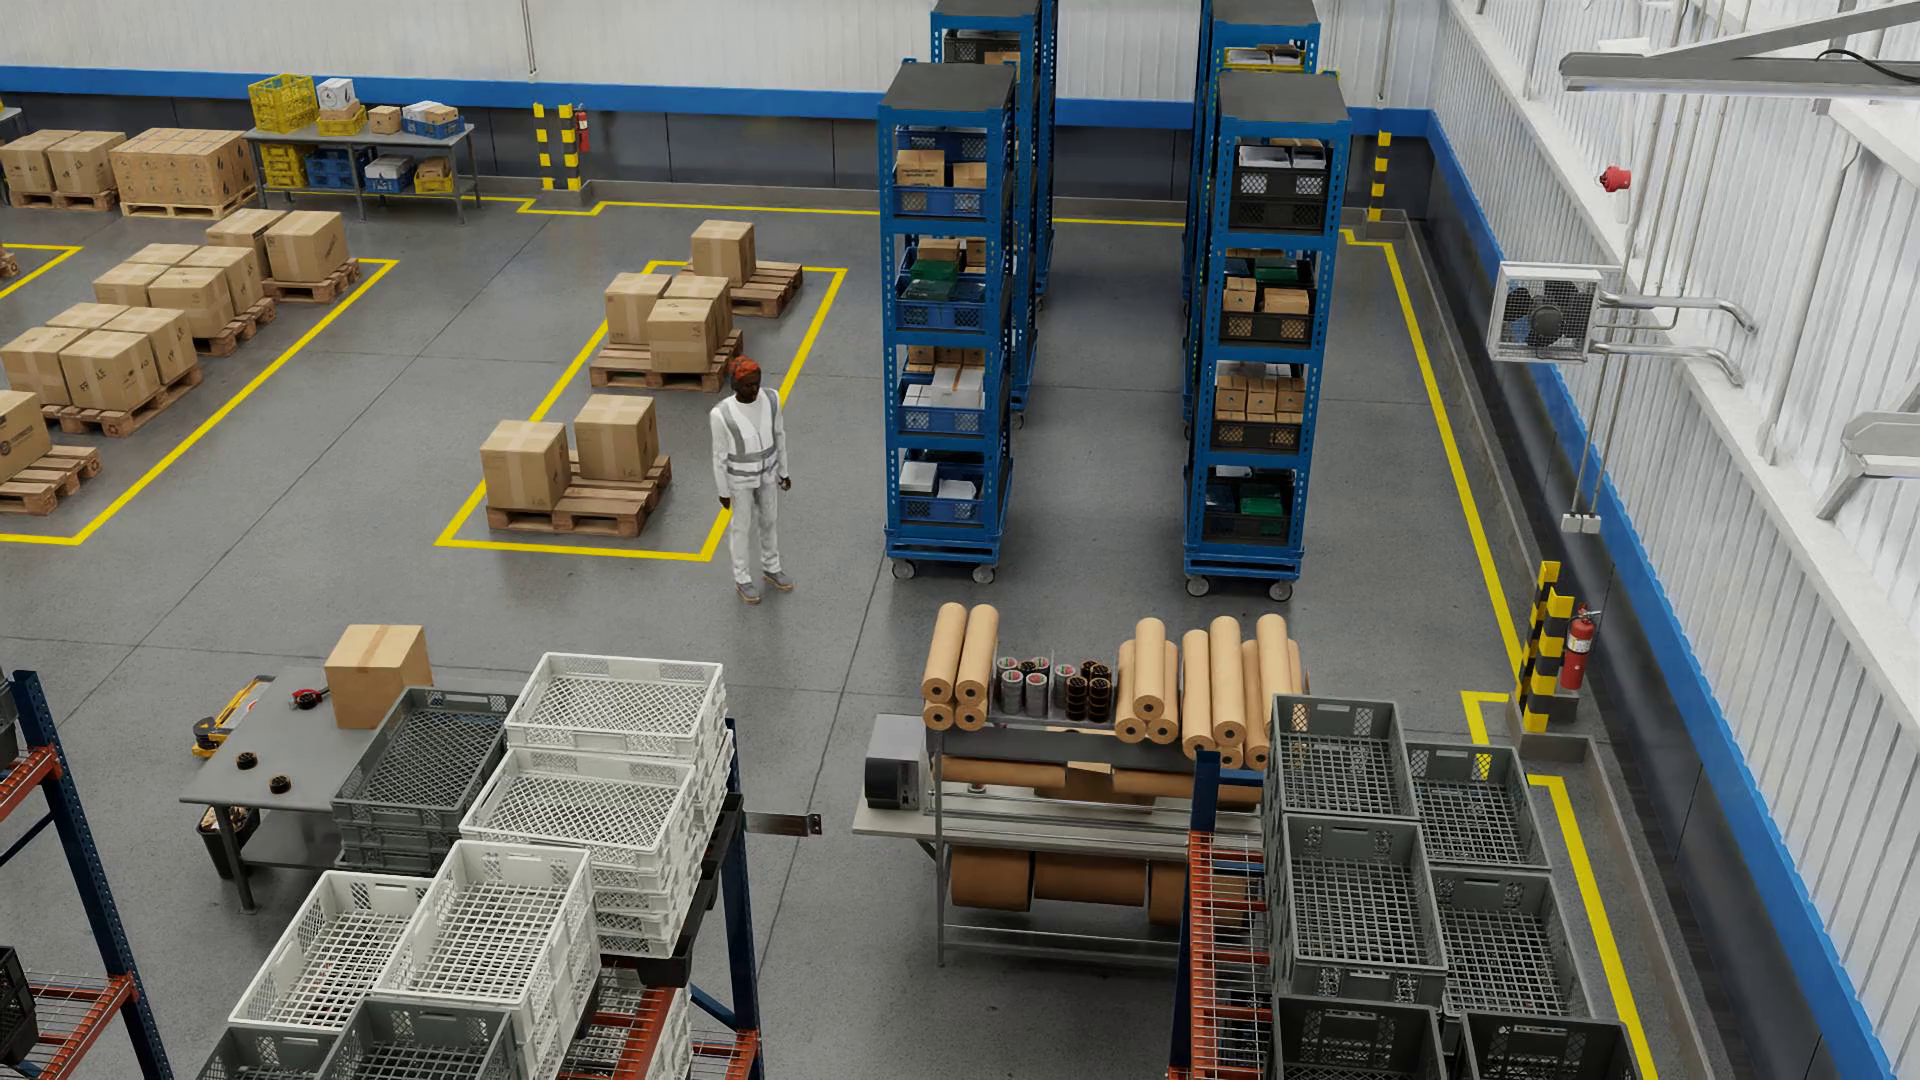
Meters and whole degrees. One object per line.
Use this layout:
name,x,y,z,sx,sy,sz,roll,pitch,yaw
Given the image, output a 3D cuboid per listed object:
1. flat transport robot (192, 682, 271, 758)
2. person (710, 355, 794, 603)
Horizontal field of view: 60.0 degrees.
flat transport robot,-4.089,1.163,10.648,1.431,0.197,0.652,3,30,6
person,-1.481,-0.439,11.829,0.574,1.882,0.346,-24,38,-35
